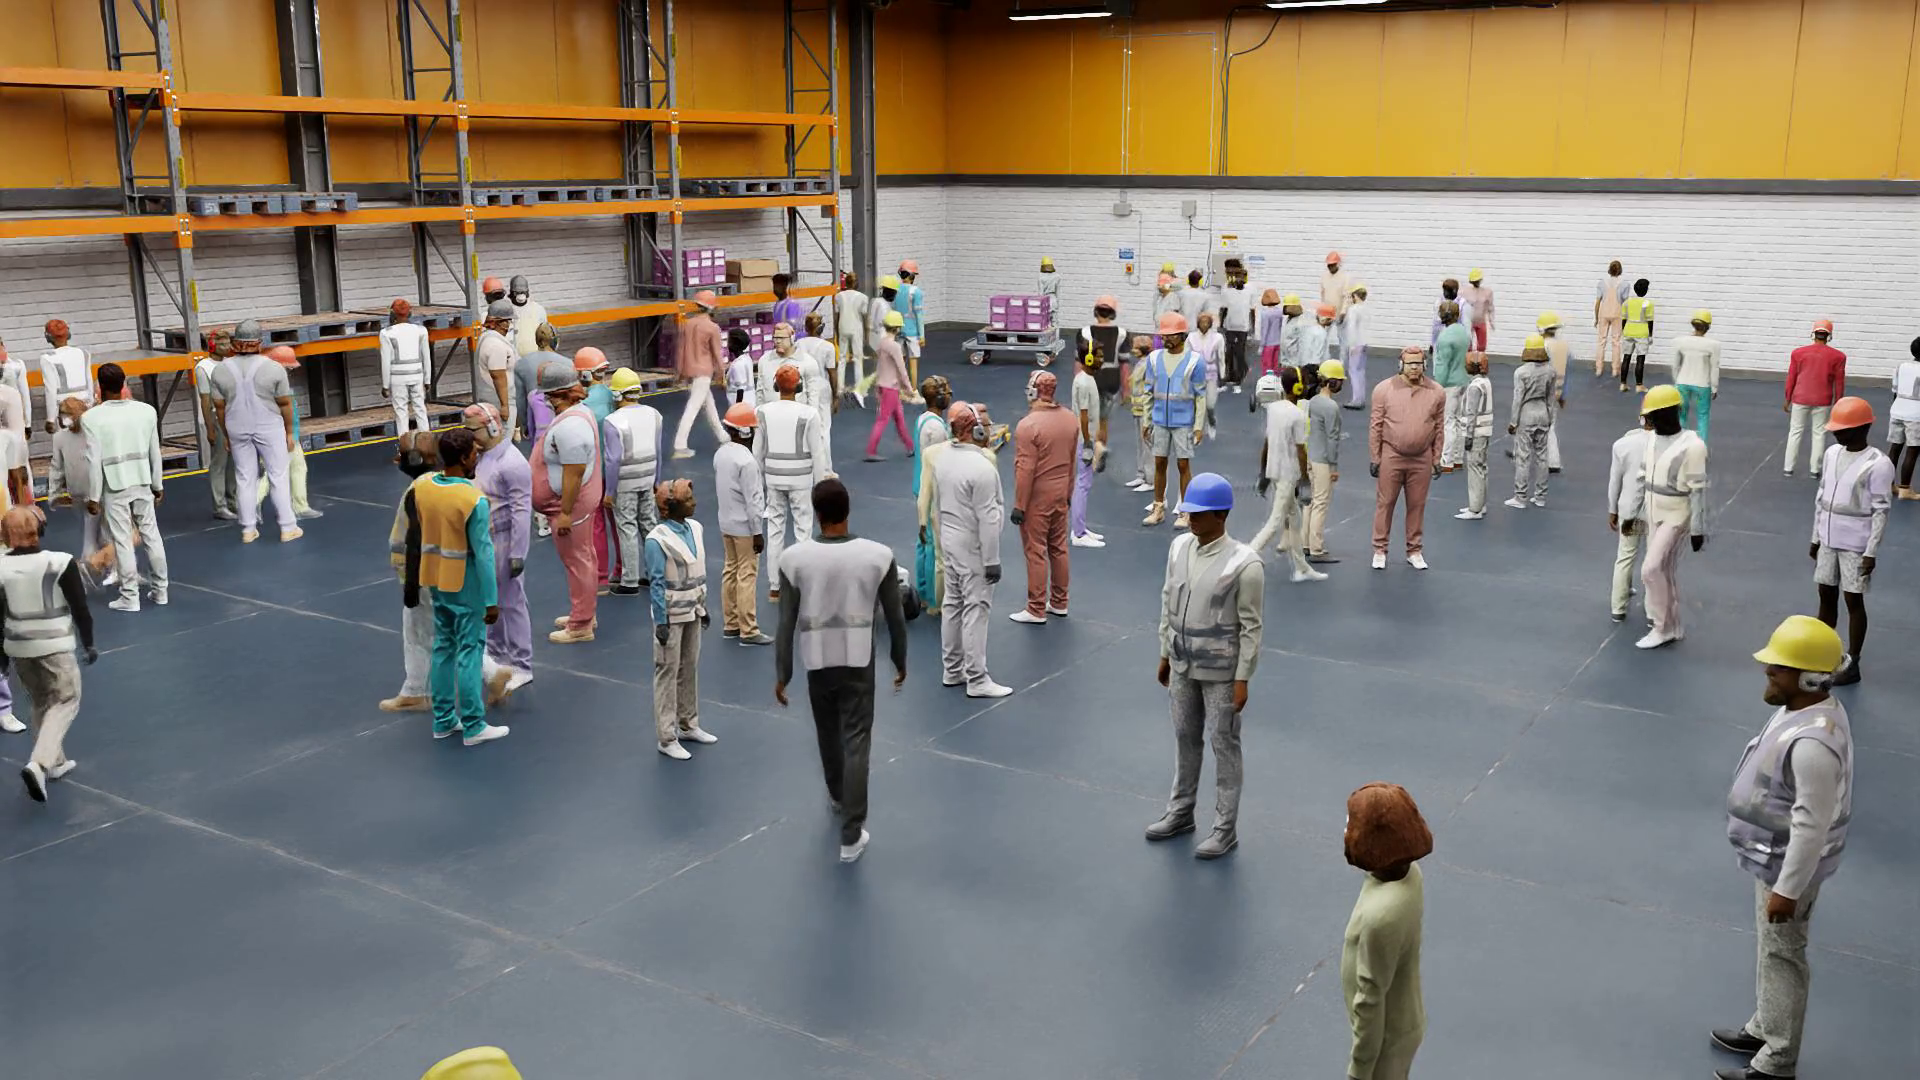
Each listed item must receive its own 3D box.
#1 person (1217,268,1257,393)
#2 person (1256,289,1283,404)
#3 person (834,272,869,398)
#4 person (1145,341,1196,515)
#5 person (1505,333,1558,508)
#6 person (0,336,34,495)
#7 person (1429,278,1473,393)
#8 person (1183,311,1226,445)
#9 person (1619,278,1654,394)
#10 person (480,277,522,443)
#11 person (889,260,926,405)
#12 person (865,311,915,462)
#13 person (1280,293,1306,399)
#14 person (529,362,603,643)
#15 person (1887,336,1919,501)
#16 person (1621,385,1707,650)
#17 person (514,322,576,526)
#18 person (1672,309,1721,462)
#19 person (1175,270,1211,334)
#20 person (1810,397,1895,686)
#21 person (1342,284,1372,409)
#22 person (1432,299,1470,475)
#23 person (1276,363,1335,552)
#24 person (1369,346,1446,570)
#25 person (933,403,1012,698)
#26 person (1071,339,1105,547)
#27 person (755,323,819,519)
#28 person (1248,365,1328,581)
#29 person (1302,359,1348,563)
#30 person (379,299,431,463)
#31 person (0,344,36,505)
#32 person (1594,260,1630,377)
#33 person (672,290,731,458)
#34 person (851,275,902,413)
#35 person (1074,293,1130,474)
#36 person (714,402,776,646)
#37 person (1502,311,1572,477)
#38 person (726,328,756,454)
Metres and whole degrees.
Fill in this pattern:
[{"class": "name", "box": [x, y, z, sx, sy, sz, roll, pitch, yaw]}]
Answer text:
[{"class": "person", "box": [4.080, -3.090, 24.660, 0.636, 1.848, 0.300, 4, 13, 16]}, {"class": "person", "box": [4.384, -2.740, 23.583, 0.278, 1.633, 0.507, 11, 17, 39]}, {"class": "person", "box": [-1.573, -2.977, 24.192, 0.515, 1.834, 0.352, 3, 13, 12]}, {"class": "person", "box": [2.088, -1.186, 16.334, 0.514, 1.868, 0.328, 9, 16, 34]}, {"class": "person", "box": [5.704, -1.192, 16.632, 0.492, 1.740, 0.315, -4, 14, -17]}, {"class": "person", "box": [-9.153, -1.087, 15.864, 0.355, 1.884, 0.576, 9, 16, 35]}, {"class": "person", "box": [6.844, -2.741, 23.177, 0.563, 1.826, 0.633, -9, 16, -34]}, {"class": "person", "box": [2.957, -1.967, 20.249, 0.540, 1.624, 0.354, 3, 13, 12]}, {"class": "person", "box": [10.048, -3.025, 24.677, 0.321, 1.697, 0.529, -9, 16, -33]}, {"class": "person", "box": [-5.588, -2.156, 20.150, 0.377, 2.045, 0.605, 6, 14, 23]}, {"class": "person", "box": [-0.730, -2.938, 23.547, 0.605, 2.043, 0.379, 10, 16, 37]}, {"class": "person", "box": [-0.743, -1.766, 19.152, 0.817, 1.723, 0.536, -5, 14, -20]}, {"class": "person", "box": [4.257, -2.299, 21.431, 0.323, 1.743, 0.489, -4, 14, -17]}, {"class": "person", "box": [-2.863, -0.283, 12.032, 0.536, 2.000, 0.676, -1, 13, -5]}, {"class": "person", "box": [9.714, -1.247, 16.988, 0.319, 1.690, 0.537, -3, 13, -12]}, {"class": "person", "box": [4.975, -0.154, 11.812, 0.559, 1.882, 0.635, -2, 13, -9]}, {"class": "person", "box": [-3.882, -1.085, 15.737, 0.635, 1.937, 0.352, 4, 13, 15]}, {"class": "person", "box": [8.442, -1.770, 19.115, 0.537, 1.762, 0.337, 11, 17, 38]}, {"class": "person", "box": [3.388, -3.038, 24.424, 0.596, 1.836, 0.676, 3, 13, 12]}, {"class": "person", "box": [5.848, 0.008, 11.023, 0.388, 1.925, 0.548, -3, 13, -15]}, {"class": "person", "box": [5.538, -2.693, 23.188, 0.435, 1.720, 0.670, 12, 17, 41]}, {"class": "person", "box": [5.417, -1.693, 18.407, 0.380, 1.930, 0.625, 9, 16, 35]}, {"class": "person", "box": [3.055, -0.717, 14.666, 0.532, 1.699, 0.319, 6, 14, 24]}, {"class": "person", "box": [3.788, -0.693, 14.107, 0.640, 1.909, 0.409, 0, 13, 1]}, {"class": "person", "box": [0.089, 0.065, 10.810, 0.401, 1.913, 0.641, -7, 15, -27]}, {"class": "person", "box": [1.157, -0.869, 14.973, 0.322, 1.862, 0.531, 1, 13, 3]}, {"class": "person", "box": [-1.682, -1.139, 16.044, 0.641, 1.908, 0.407, 4, 13, 15]}, {"class": "person", "box": [2.596, -0.506, 13.476, 0.957, 1.831, 0.546, -4, 14, -19]}, {"class": "person", "box": [3.155, -0.679, 14.378, 0.338, 1.761, 0.525, -2, 13, -8]}, {"class": "person", "box": [-6.319, -1.806, 18.982, 0.587, 1.882, 0.342, -12, 17, -41]}, {"class": "person", "box": [-7.983, -0.655, 13.789, 0.641, 1.967, 0.482, 1, 13, 4]}, {"class": "person", "box": [10.384, -3.526, 26.526, 0.507, 1.846, 0.351, 8, 15, 31]}, {"class": "person", "box": [-3.009, -1.956, 19.536, 1.059, 1.928, 0.602, -12, 17, -42]}, {"class": "person", "box": [-1.103, -2.648, 22.620, 0.640, 1.888, 0.646, -3, 13, -11]}, {"class": "person", "box": [1.561, -1.671, 18.145, 0.615, 2.007, 0.710, -1, 13, -6]}, {"class": "person", "box": [-1.547, -0.115, 11.939, 0.335, 1.749, 0.563, -8, 15, -32]}, {"class": "person", "box": [6.388, -1.633, 18.431, 0.610, 1.783, 0.915, -8, 15, -32]}, {"class": "person", "box": [-2.311, -1.393, 17.595, 0.321, 1.699, 0.529, 1, 13, 2]}]
